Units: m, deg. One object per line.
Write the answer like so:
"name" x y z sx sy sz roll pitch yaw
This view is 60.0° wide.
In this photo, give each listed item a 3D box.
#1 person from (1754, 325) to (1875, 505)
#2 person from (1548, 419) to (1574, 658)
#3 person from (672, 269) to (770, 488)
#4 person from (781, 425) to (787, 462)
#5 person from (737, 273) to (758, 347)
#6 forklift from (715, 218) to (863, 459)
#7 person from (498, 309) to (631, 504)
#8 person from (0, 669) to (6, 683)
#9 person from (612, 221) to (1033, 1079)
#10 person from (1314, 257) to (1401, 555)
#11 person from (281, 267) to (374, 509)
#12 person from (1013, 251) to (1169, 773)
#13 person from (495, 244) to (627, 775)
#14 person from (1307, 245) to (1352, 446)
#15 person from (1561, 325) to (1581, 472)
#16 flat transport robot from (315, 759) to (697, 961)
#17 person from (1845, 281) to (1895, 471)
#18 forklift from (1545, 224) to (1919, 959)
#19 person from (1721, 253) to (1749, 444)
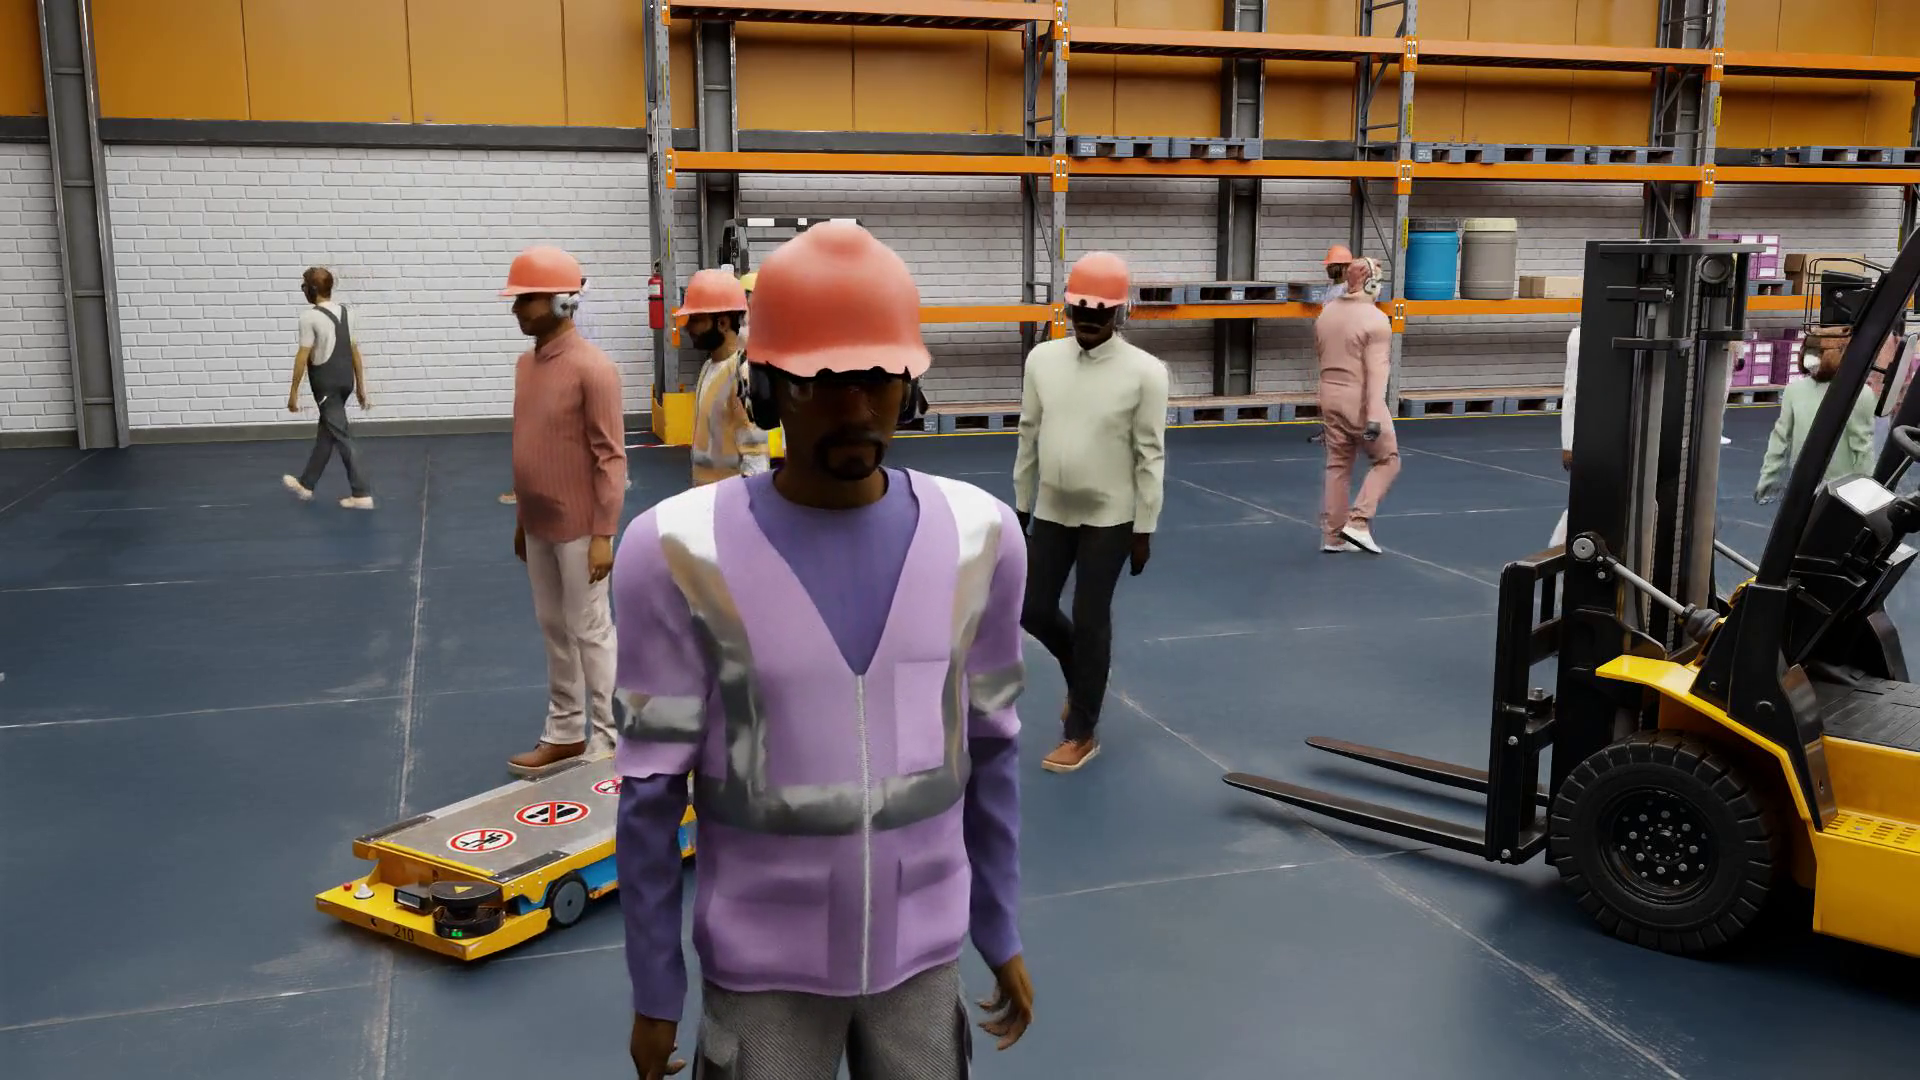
"person" 4.167 -0.262 8.219 0.835 1.589 0.517 -4 11 -19
"person" 2.978 -0.194 7.772 0.516 1.618 0.532 -1 10 -7
"person" -0.896 -0.150 6.796 0.937 1.905 0.555 -4 11 -21
"person" -0.803 -0.608 9.818 0.873 1.693 0.508 2 11 10
"person" -1.743 -1.255 13.281 0.477 1.743 0.532 6 12 30
"forklift" -1.522 -1.778 14.899 1.214 2.155 2.313 -3 11 -17
"person" -3.005 -1.210 12.607 0.976 1.901 0.639 -3 11 -15
"person" -4.588 -0.242 7.514 0.403 1.823 0.597 -7 12 -33
"person" -0.172 0.580 2.392 0.614 2.038 0.395 -4 11 -21
"person" 2.526 -0.836 10.568 0.439 1.894 0.652 -6 12 -31
"person" -4.797 -1.136 12.474 0.977 1.790 0.535 4 11 19
"person" 0.493 -0.104 6.337 0.635 1.970 0.549 6 12 32
"person" -1.461 -0.070 6.082 0.395 1.992 0.622 -10 14 -44
"person" 3.643 -1.872 16.118 0.359 1.938 0.545 -4 11 -19
"person" 3.559 -0.549 9.046 0.588 1.877 0.357 0 10 0
"flat transport robot" -1.239 0.935 5.299 0.652 0.197 1.431 7 12 32
"person" 5.853 -0.823 10.907 0.622 1.747 0.535 -2 10 -9
"forklift" 2.909 0.117 4.508 2.313 2.155 1.214 9 14 40
"person" 7.376 -1.873 16.198 0.461 1.908 0.604 -6 12 -29
